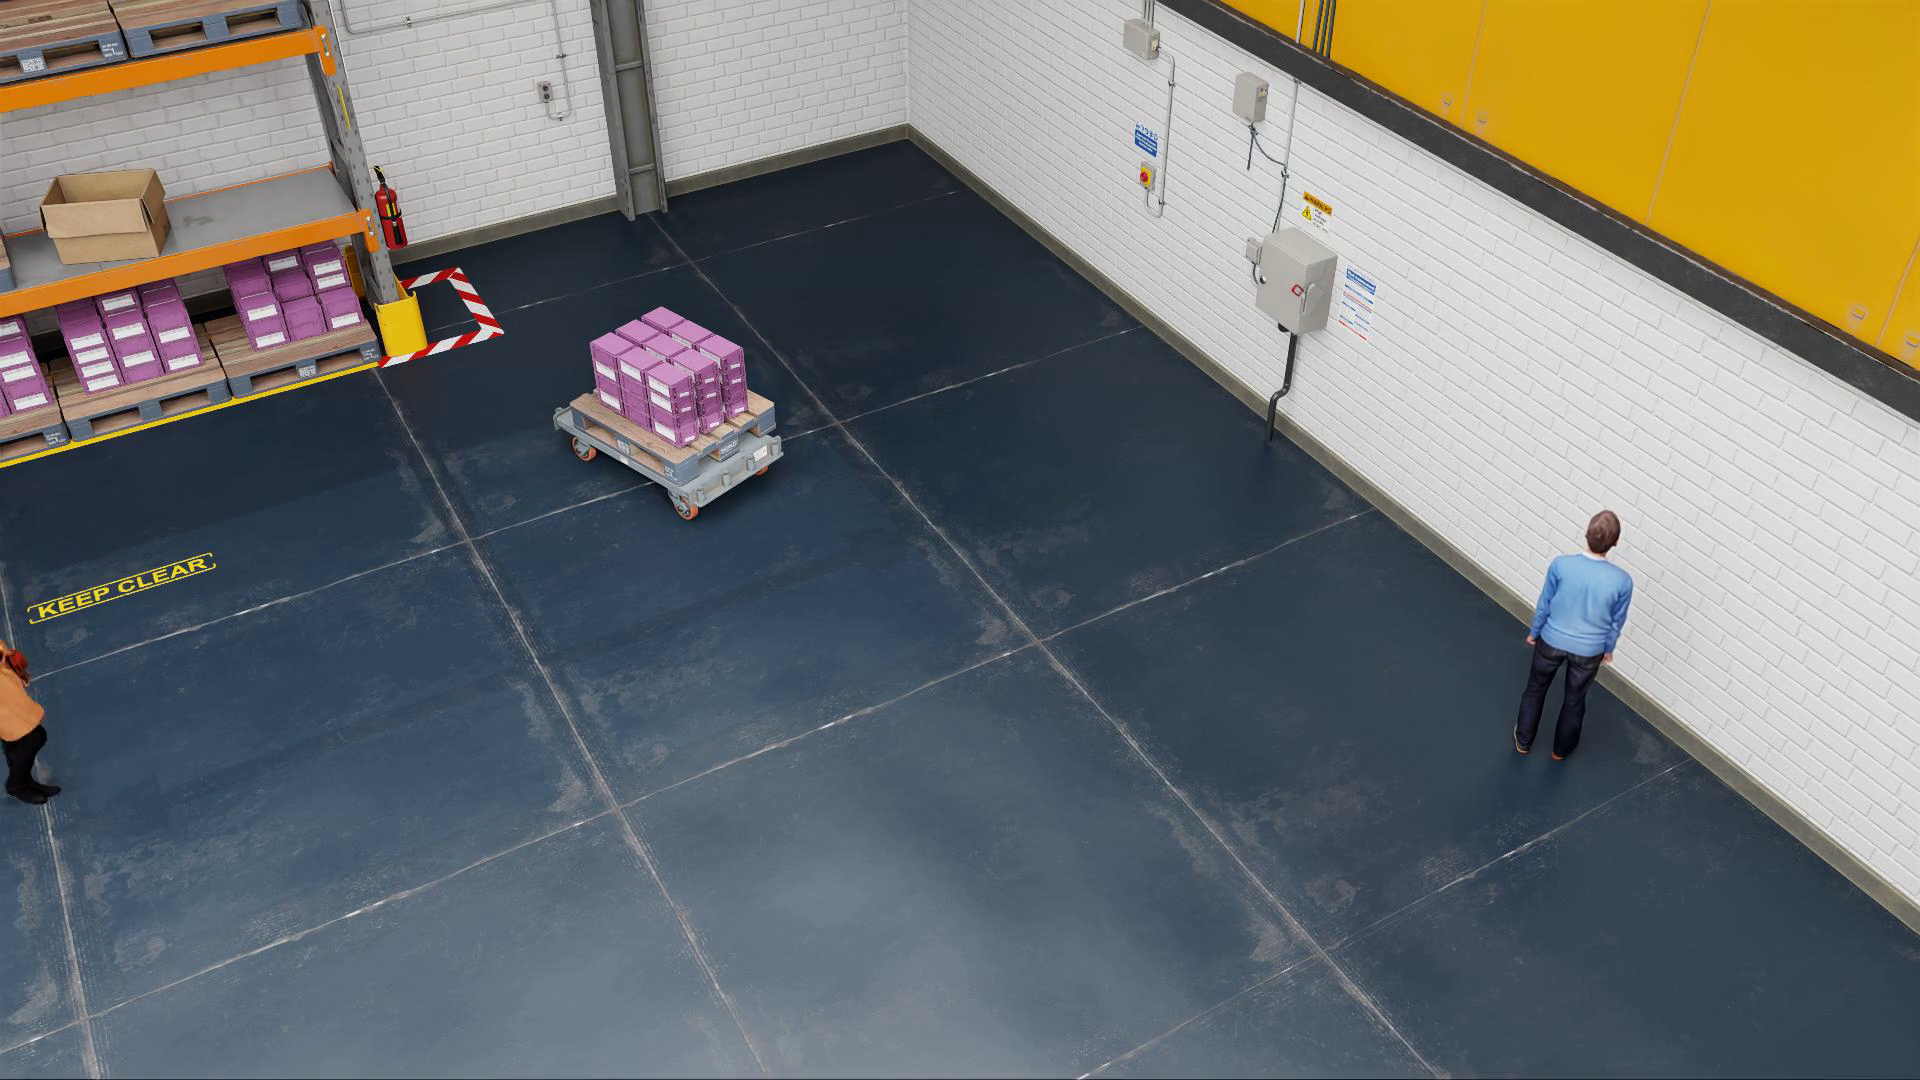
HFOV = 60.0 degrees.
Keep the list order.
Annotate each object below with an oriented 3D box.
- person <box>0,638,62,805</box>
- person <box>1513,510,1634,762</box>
[{"bbox_3d":[-5.677,0.898,9.586,0.734,1.711,0.761,-9,39,-11],"label":"person"},{"bbox_3d":[3.647,0.579,9.898,0.743,1.820,0.763,16,41,20],"label":"person"}]
